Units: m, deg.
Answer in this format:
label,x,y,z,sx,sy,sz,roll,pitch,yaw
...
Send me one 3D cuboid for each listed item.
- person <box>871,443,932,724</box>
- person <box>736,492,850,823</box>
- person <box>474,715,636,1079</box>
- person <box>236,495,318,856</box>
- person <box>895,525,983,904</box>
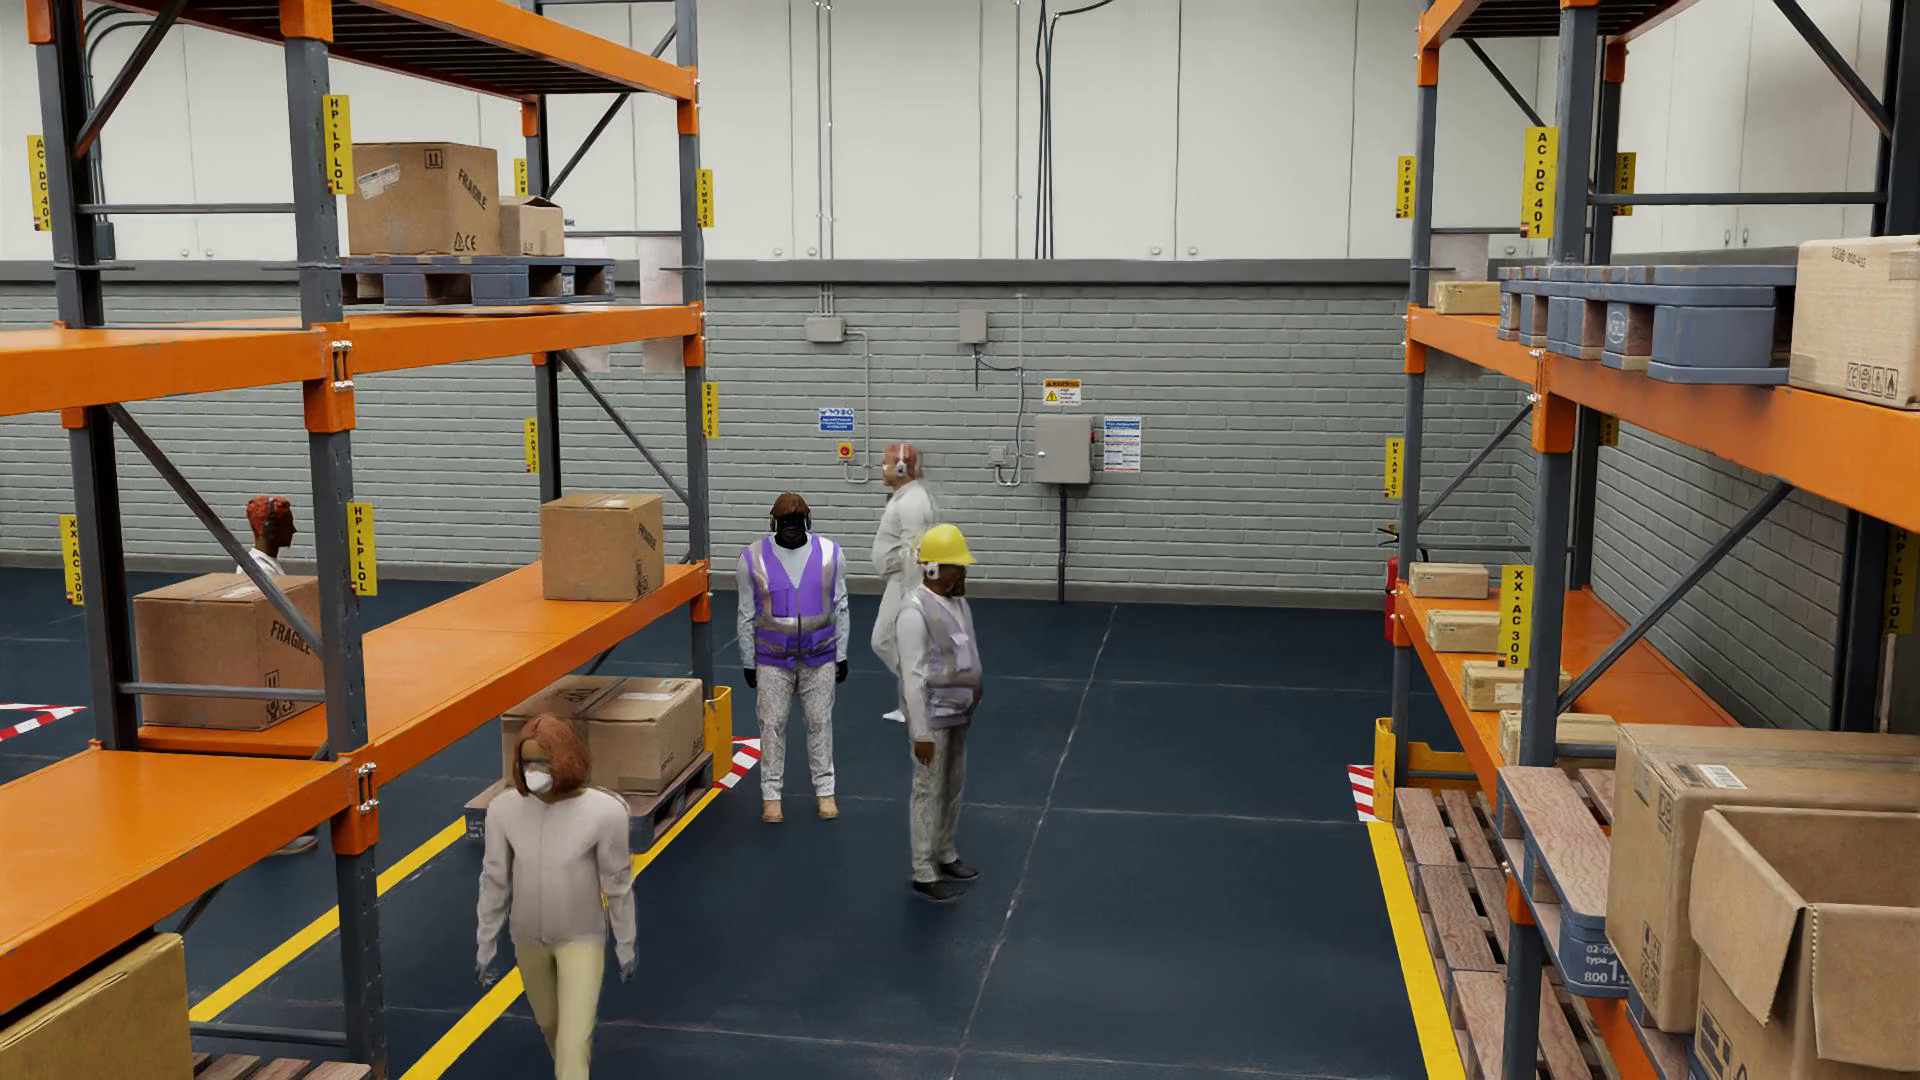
label,x,y,z,sx,sy,sz,roll,pitch,yaw
person,-0.392,0.302,11.073,0.438,1.897,0.668,0,9,-3
person,-0.913,0.645,9.174,0.618,1.836,0.429,-2,9,-12
person,-1.354,1.359,5.543,0.513,1.576,0.869,2,9,12
person,-3.603,0.699,8.702,0.346,1.879,0.581,-4,10,-23
person,-0.090,0.832,8.054,0.403,1.828,0.628,4,10,22
